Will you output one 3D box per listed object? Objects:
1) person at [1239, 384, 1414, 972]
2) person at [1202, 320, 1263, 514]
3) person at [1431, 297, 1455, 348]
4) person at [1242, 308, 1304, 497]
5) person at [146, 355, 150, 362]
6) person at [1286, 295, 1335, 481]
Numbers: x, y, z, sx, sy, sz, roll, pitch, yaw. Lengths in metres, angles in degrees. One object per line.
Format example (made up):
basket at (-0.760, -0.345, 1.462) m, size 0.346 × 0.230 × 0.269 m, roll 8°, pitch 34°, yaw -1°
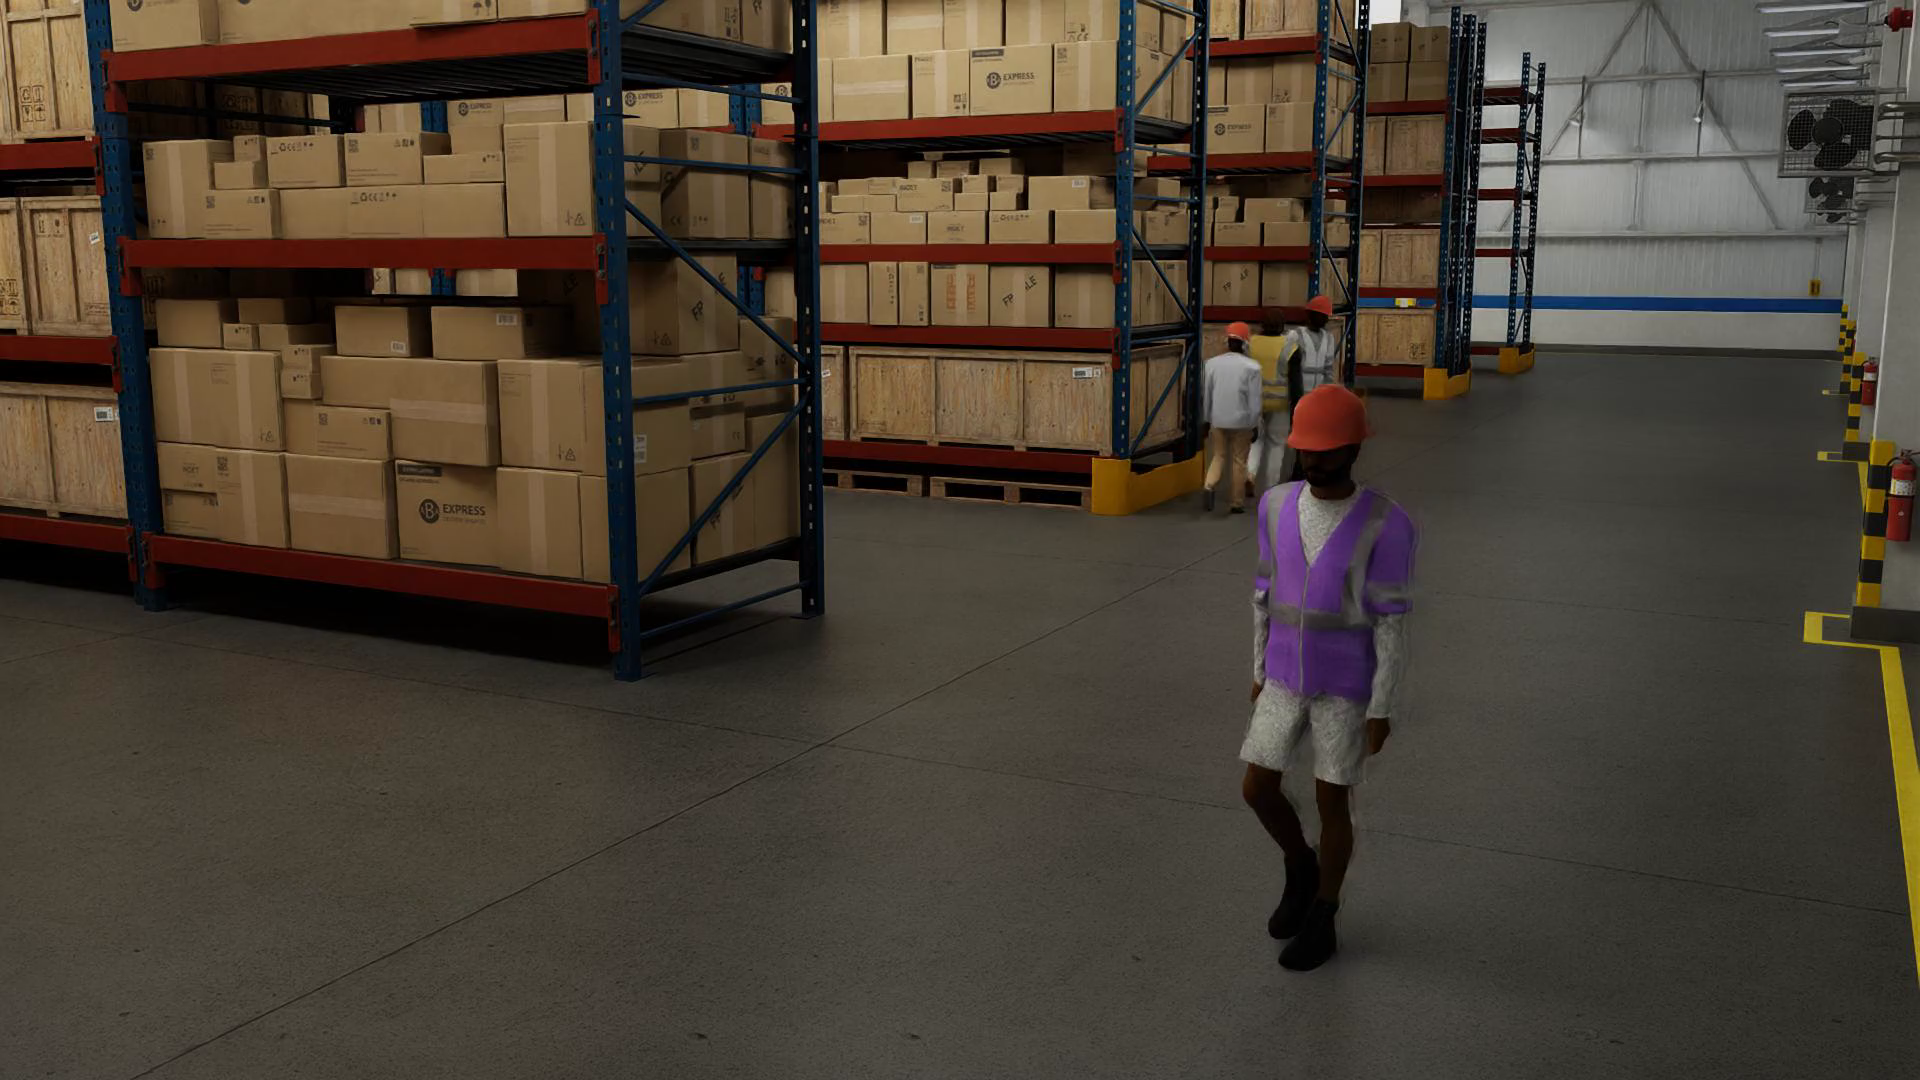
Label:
person at (1.152, 0.456, 5.368) m, size 0.565 × 1.920 × 0.402 m, roll 8°, pitch 13°, yaw 39°
person at (2.400, -1.070, 14.736) m, size 0.579 × 1.738 × 0.537 m, roll 6°, pitch 12°, yaw 32°
person at (9.073, -3.876, 31.297) m, size 0.514 × 1.629 × 0.363 m, roll -1°, pitch 10°, yaw -6°
person at (2.889, -1.251, 15.539) m, size 0.645 × 1.824 × 0.455 m, roll 5°, pitch 11°, yaw 28°
person at (-8.565, -1.620, 17.686) m, size 0.588 × 1.823 × 0.403 m, roll 4°, pitch 11°, yaw 24°
person at (3.545, -1.486, 16.638) m, size 0.568 × 1.909 × 0.667 m, roll -5°, pitch 11°, yaw -25°
